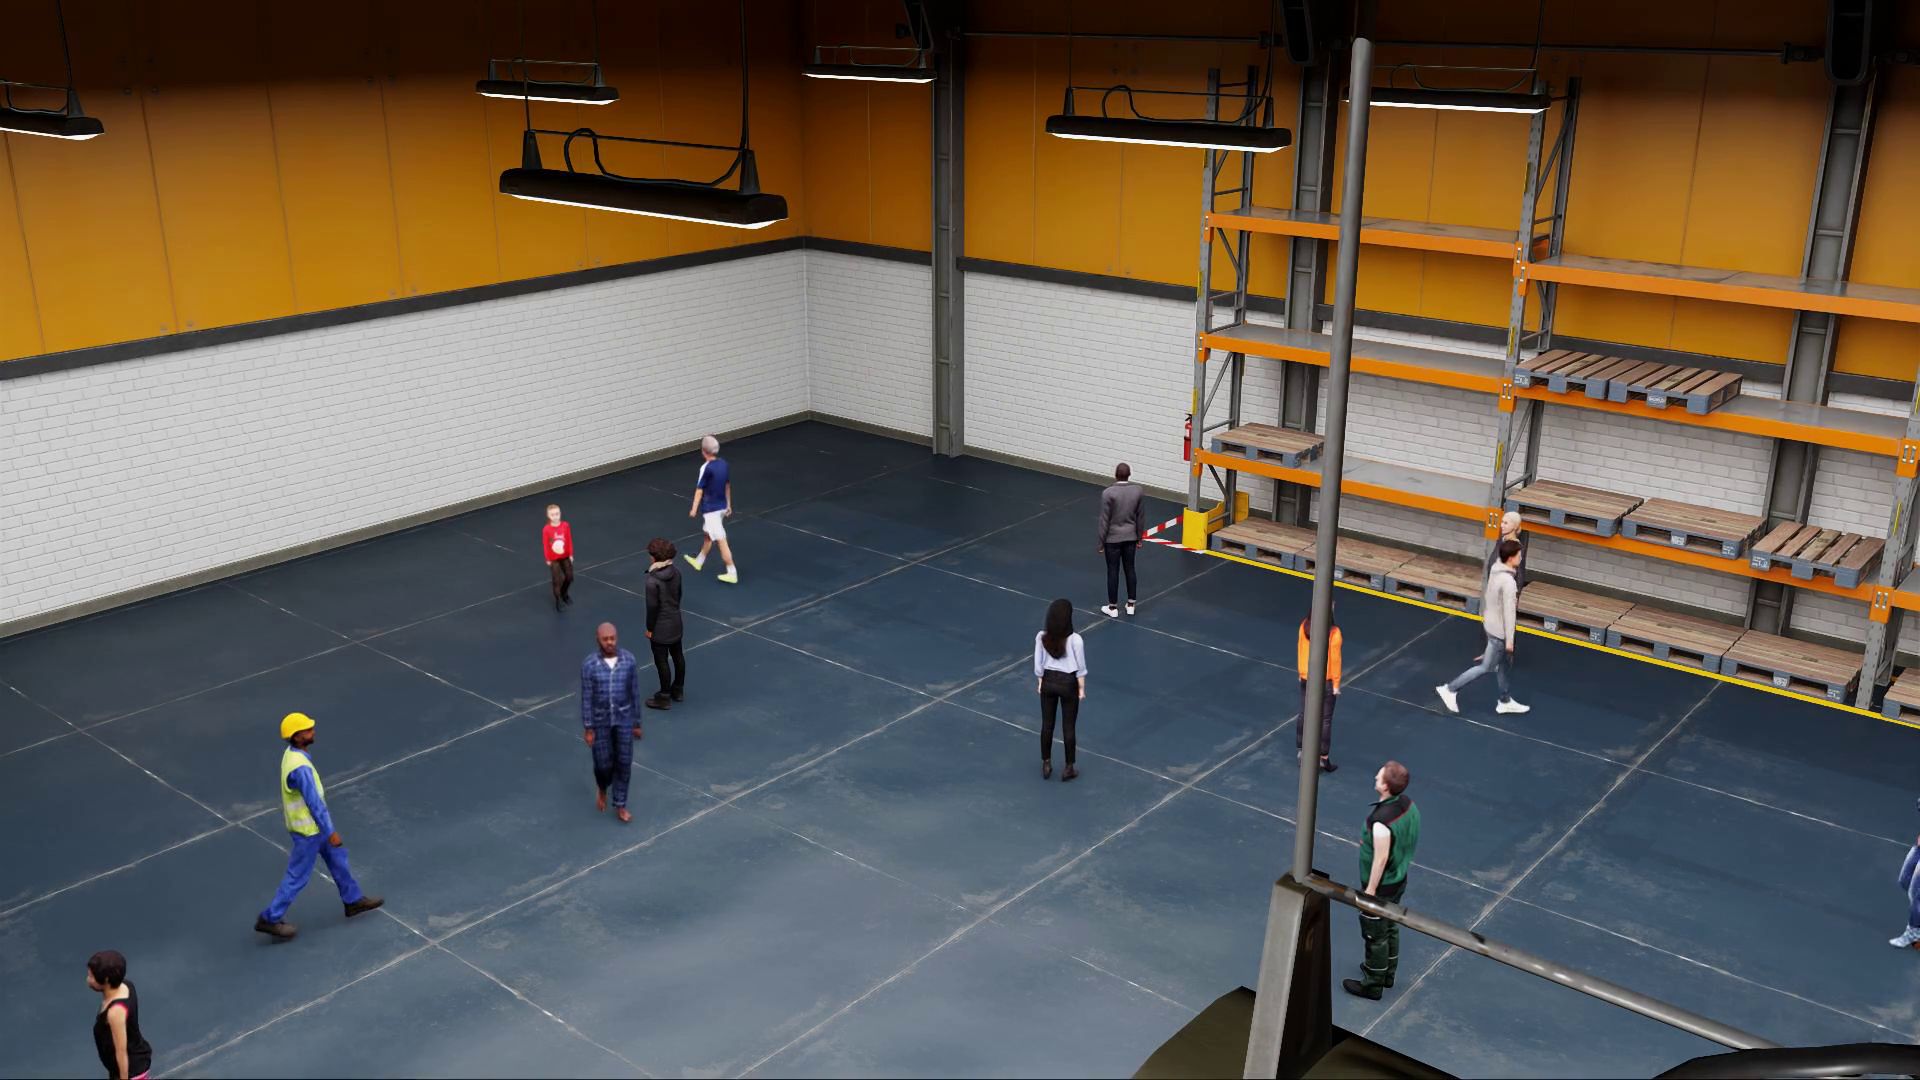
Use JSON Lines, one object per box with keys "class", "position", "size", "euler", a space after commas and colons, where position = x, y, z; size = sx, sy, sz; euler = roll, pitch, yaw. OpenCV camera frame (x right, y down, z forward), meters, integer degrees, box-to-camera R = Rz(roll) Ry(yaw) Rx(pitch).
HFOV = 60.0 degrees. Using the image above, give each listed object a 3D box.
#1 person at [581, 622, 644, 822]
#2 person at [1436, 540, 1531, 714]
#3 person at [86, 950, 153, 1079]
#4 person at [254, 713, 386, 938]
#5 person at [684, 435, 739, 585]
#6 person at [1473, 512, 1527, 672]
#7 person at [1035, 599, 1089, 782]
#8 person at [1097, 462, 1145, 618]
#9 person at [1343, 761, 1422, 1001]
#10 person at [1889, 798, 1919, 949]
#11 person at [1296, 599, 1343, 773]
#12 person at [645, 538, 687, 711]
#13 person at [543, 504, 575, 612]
{"class": "person", "position": [-3.063, 1.546, 14.485], "size": [0.802, 1.811, 0.850], "euler": [-9, 21, -24]}
{"class": "person", "position": [5.213, 0.886, 16.425], "size": [1.276, 1.823, 1.122], "euler": [2, 19, 5]}
{"class": "person", "position": [-4.977, 3.165, 10.100], "size": [0.802, 1.540, 0.799], "euler": [-7, 20, -19]}
{"class": "person", "position": [-5.029, 2.192, 12.615], "size": [1.098, 1.779, 1.221], "euler": [-7, 20, -21]}
{"class": "person", "position": [-2.897, -0.337, 20.102], "size": [1.176, 1.794, 0.847], "euler": [8, 20, 22]}
{"class": "person", "position": [5.781, 0.519, 17.668], "size": [0.745, 1.726, 0.612], "euler": [-8, 20, -22]}
{"class": "person", "position": [0.903, 1.357, 15.145], "size": [0.627, 1.747, 0.777], "euler": [7, 20, 19]}
{"class": "person", "position": [1.850, -0.006, 19.084], "size": [0.796, 1.817, 0.808], "euler": [-5, 19, -13]}
{"class": "person", "position": [3.020, 2.410, 11.869], "size": [0.556, 1.842, 0.624], "euler": [15, 24, 38]}
{"class": "person", "position": [7.299, 2.369, 12.363], "size": [0.820, 1.606, 0.768], "euler": [6, 19, 16]}
{"class": "person", "position": [3.298, 1.297, 15.322], "size": [0.718, 1.749, 0.552], "euler": [-14, 23, -36]}
{"class": "person", "position": [-2.951, 0.826, 16.669], "size": [0.646, 1.781, 0.651], "euler": [11, 22, 30]}
{"class": "person", "position": [-4.692, 0.189, 19.362], "size": [0.560, 1.270, 0.594], "euler": [-13, 22, -33]}
